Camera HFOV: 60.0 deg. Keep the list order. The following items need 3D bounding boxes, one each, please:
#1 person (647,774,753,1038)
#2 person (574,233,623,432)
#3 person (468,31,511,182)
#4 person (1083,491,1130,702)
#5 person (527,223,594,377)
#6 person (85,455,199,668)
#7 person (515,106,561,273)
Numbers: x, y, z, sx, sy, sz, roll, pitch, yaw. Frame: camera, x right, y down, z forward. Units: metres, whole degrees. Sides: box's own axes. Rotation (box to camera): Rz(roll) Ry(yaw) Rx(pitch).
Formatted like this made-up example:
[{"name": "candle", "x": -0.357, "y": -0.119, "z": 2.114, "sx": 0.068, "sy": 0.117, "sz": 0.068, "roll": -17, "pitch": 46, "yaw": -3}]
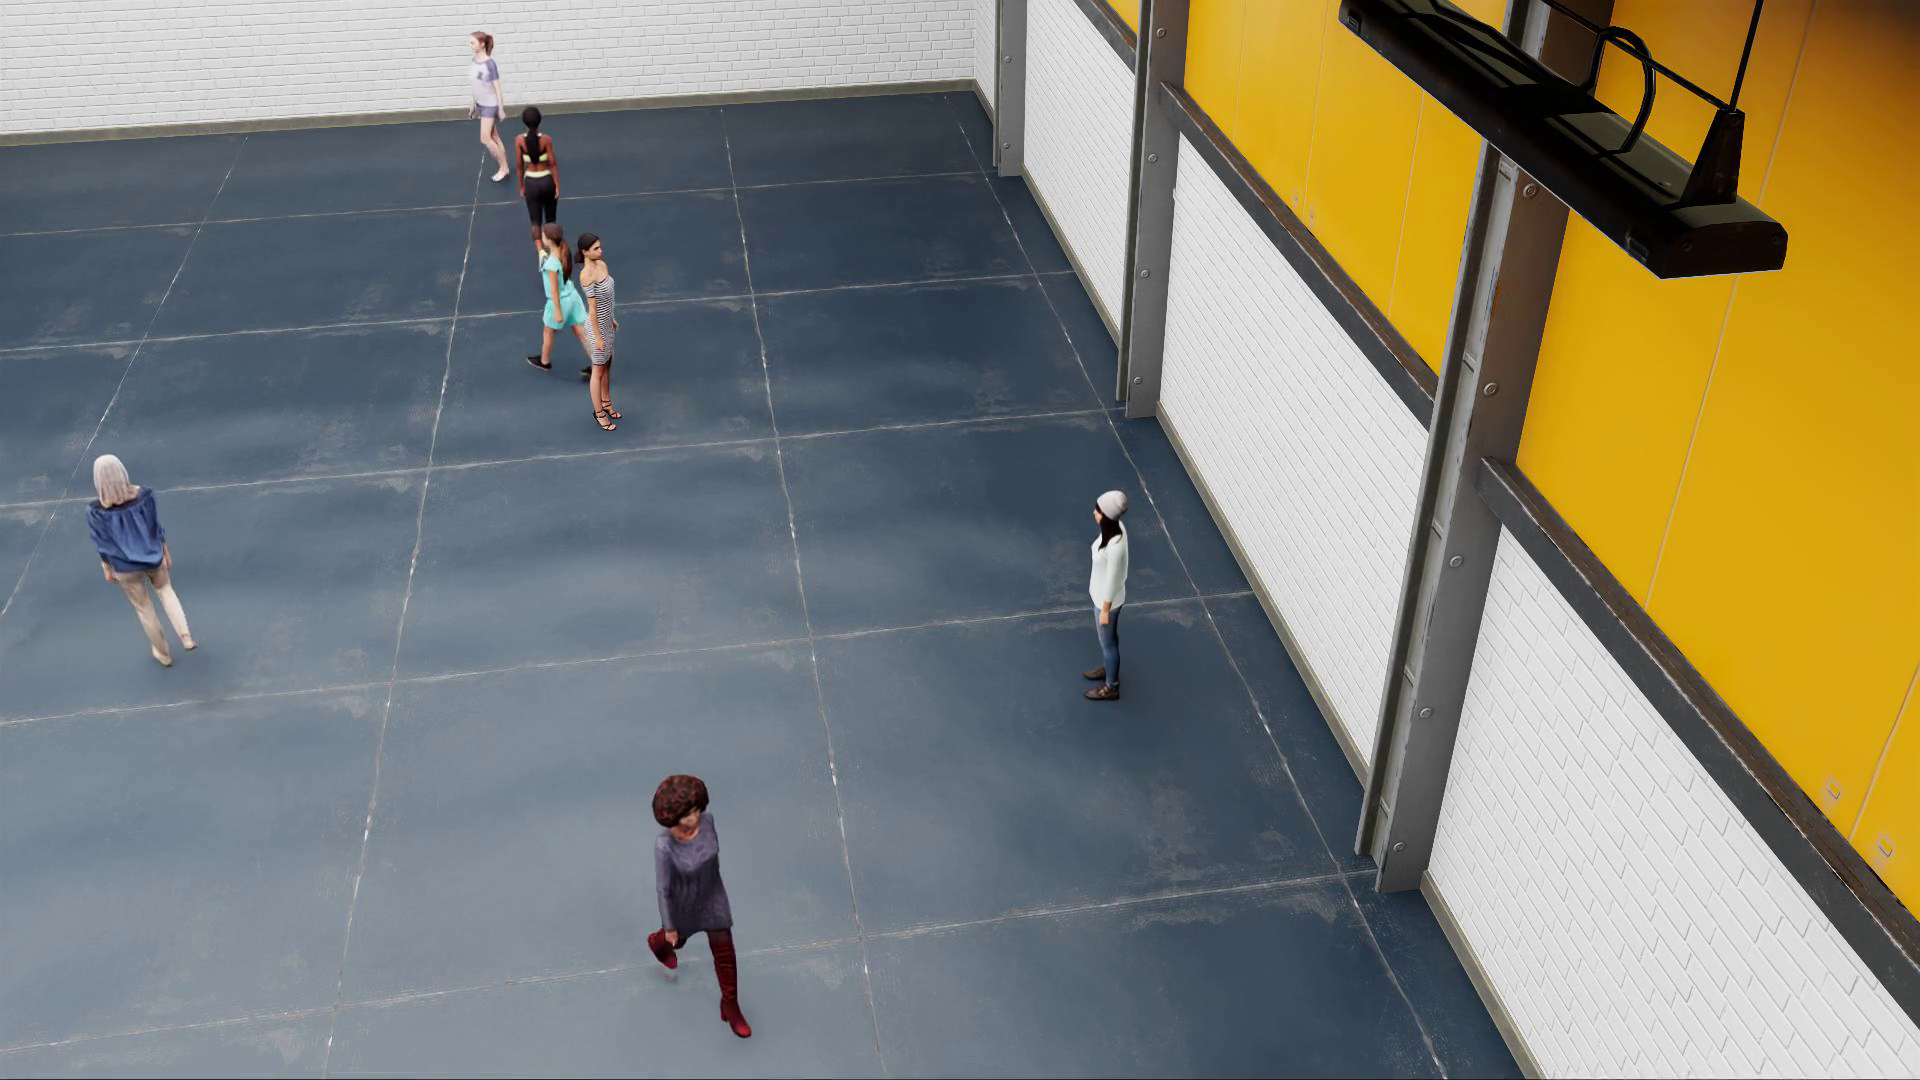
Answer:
[{"name": "person", "x": -1.502, "y": 1.929, "z": 9.016, "sx": 1.011, "sy": 1.674, "sz": 1.167, "roll": -29, "pitch": 43, "yaw": -36}, {"name": "person", "x": -3.155, "y": -1.833, "z": 14.543, "sx": 0.723, "sy": 1.822, "sz": 0.568, "roll": 4, "pitch": 34, "yaw": 6}, {"name": "person", "x": -5.469, "y": -5.111, "z": 19.537, "sx": 0.776, "sy": 1.753, "sz": 0.716, "roll": -27, "pitch": 42, "yaw": -34}, {"name": "person", "x": 1.019, "y": 0.367, "z": 11.391, "sx": 0.661, "sy": 1.646, "sz": 0.482, "roll": 1, "pitch": 34, "yaw": 1}, {"name": "person", "x": -3.587, "y": -2.167, "z": 15.320, "sx": 0.971, "sy": 1.517, "sz": 1.047, "roll": 12, "pitch": 36, "yaw": 18}, {"name": "person", "x": -5.700, "y": 0.200, "z": 11.605, "sx": 0.785, "sy": 1.688, "sz": 0.843, "roll": -29, "pitch": 43, "yaw": -36}, {"name": "person", "x": -4.376, "y": -3.612, "z": 17.298, "sx": 0.579, "sy": 1.734, "sz": 0.961, "roll": -4, "pitch": 34, "yaw": -6}]
